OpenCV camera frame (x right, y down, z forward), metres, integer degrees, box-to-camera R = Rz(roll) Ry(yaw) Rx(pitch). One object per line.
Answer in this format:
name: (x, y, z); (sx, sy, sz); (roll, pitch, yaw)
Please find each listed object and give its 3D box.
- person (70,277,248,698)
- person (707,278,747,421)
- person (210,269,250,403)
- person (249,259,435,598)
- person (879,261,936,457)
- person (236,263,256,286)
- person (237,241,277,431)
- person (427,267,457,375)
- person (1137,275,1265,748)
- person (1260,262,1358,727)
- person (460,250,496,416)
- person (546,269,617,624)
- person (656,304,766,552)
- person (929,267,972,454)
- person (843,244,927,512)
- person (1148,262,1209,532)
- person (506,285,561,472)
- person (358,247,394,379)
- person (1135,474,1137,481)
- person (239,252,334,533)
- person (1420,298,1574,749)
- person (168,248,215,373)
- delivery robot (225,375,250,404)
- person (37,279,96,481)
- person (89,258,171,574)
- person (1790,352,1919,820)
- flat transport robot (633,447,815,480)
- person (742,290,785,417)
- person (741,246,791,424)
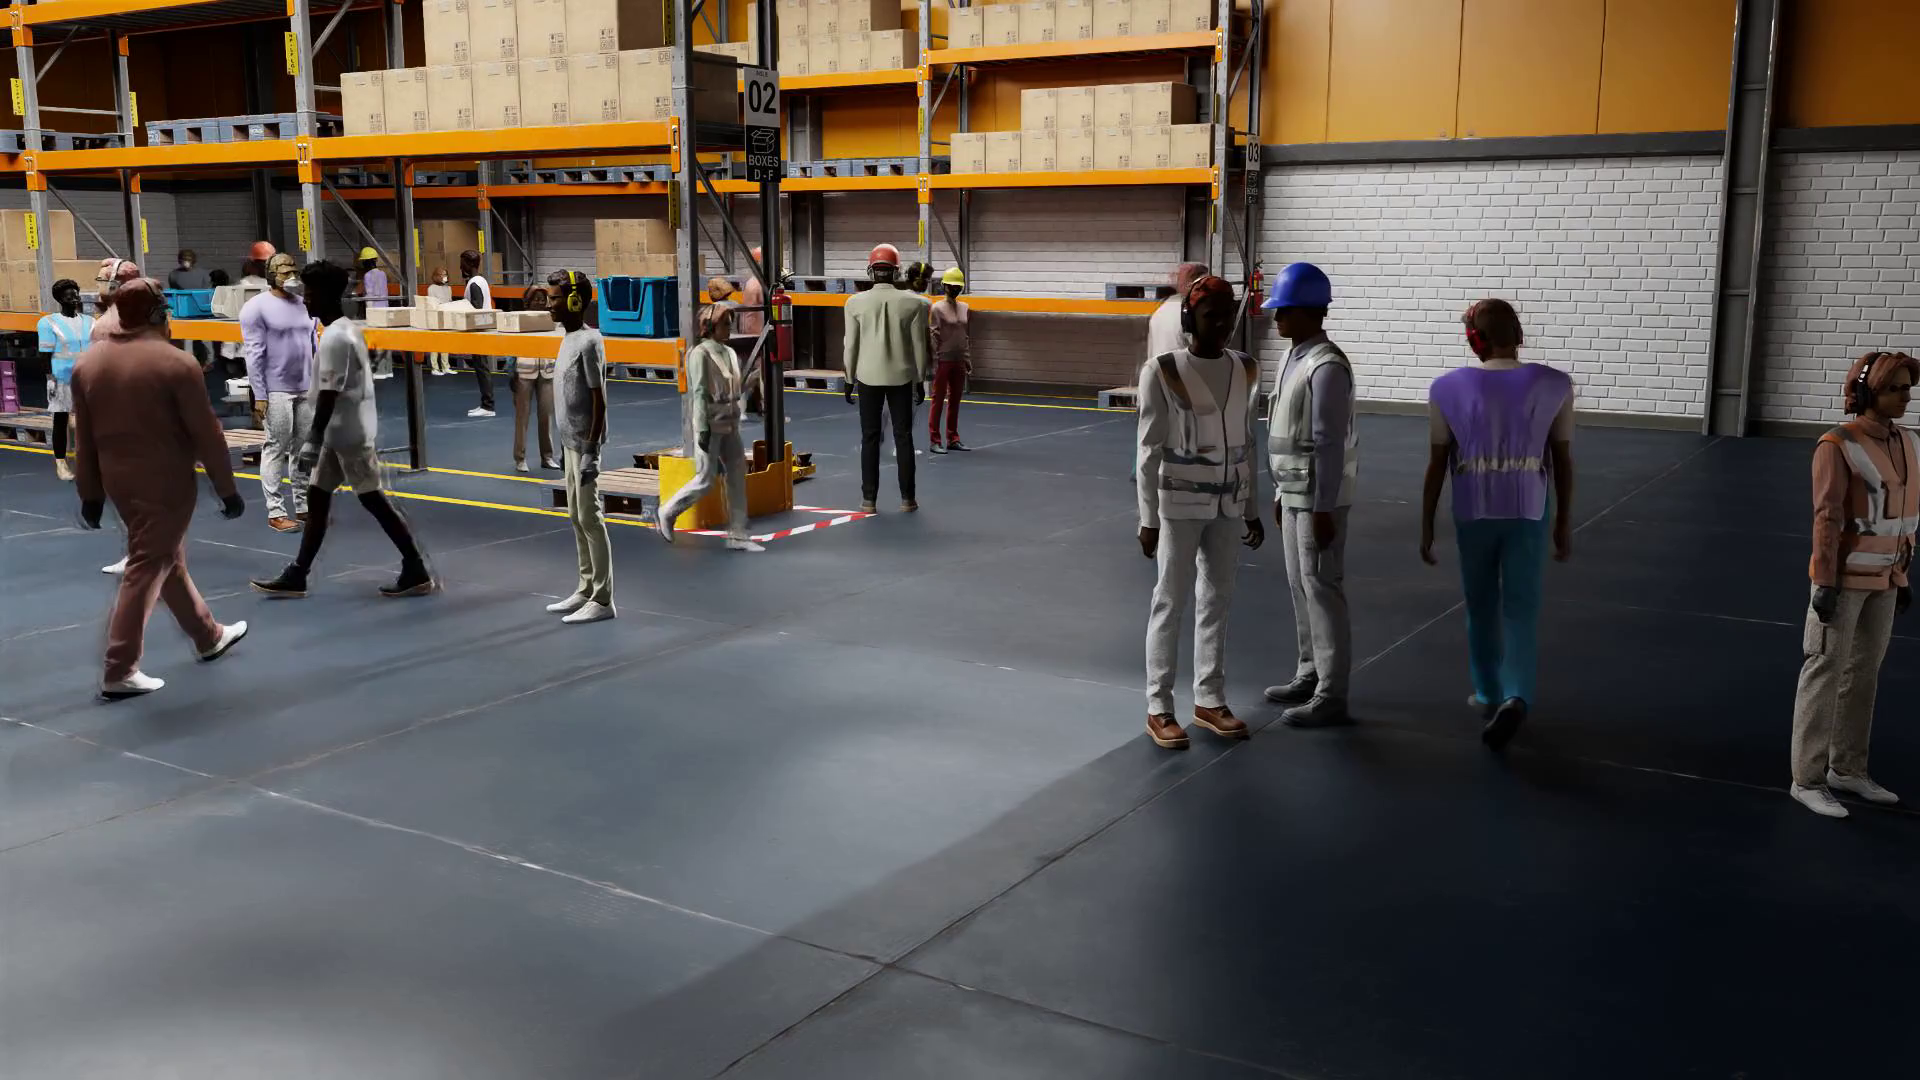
person: (-3.637, -0.260, 7.599); (0.657, 1.847, 1.021); (4, 11, 19)
person: (-2.583, -2.123, 18.609); (0.443, 1.609, 0.530); (9, 14, 41)
person: (-8.982, -2.512, 20.570); (0.563, 1.657, 0.548); (-3, 11, -17)
person: (-3.479, -0.603, 9.322); (1.002, 1.912, 0.623); (-3, 11, -17)
person: (-0.554, -1.687, 15.576); (0.713, 1.824, 0.388); (6, 12, 30)
person: (-11.974, -3.860, 28.146); (0.279, 1.633, 0.498); (10, 14, 43)
person: (-7.230, -2.125, 17.527); (0.982, 1.995, 0.632); (6, 12, 31)
person: (-7.801, -3.288, 25.002); (0.286, 1.626, 0.493); (4, 11, 22)
person: (0.969, -0.113, 6.691); (0.585, 1.882, 0.340); (-5, 12, -27)
person: (1.453, -0.191, 6.998); (0.430, 1.937, 0.622); (-1, 10, -3)
person: (-5.539, -2.379, 19.187); (0.381, 1.911, 0.599); (-2, 11, -13)
person: (-2.033, -0.492, 8.832); (0.315, 1.870, 0.532); (-5, 11, -27)
person: (-1.629, -0.724, 10.810); (0.686, 1.619, 0.521); (5, 11, 24)
person: (-0.079, -1.704, 15.837); (0.324, 1.765, 0.531); (10, 14, 43)
person: (-0.557, -1.200, 12.404); (0.623, 1.992, 0.397); (-1, 10, -4)
person: (1.592, -0.941, 11.323); (0.811, 1.874, 0.653); (-3, 11, -16)
person: (-3.736, -1.420, 14.637); (0.518, 1.637, 0.314); (-7, 12, -34)
person: (-8.529, -3.295, 24.236); (0.397, 1.918, 0.588); (1, 10, 4)
person: (1.832, -1.243, 13.421); (0.929, 1.720, 0.538); (9, 13, 40)
person: (-4.682, -1.028, 11.611); (0.372, 1.940, 0.631); (5, 11, 25)
person: (2.186, -0.075, 6.748); (0.597, 1.799, 0.860); (2, 11, 13)
person: (-11.391, -3.378, 24.739); (0.637, 1.911, 0.807); (-2, 10, -12)
delivery robot: (-8.099, -1.758, 19.232); (0.707, 0.478, 0.477); (-3, 11, -16)
person: (-7.514, -1.356, 14.095); (0.321, 1.697, 0.530); (6, 12, 29)
person: (-5.073, -0.753, 10.164); (0.408, 1.913, 0.643); (0, 10, 3)
person: (3.184, 0.153, 5.892); (0.518, 1.640, 0.307); (-6, 12, -30)
flat transport robot: (-2.012, -0.645, 14.112); (1.431, 0.197, 0.652); (3, 11, 17)
person: (-2.310, -2.347, 19.130); (0.774, 1.880, 0.553); (10, 14, 43)
person: (-2.277, -2.265, 18.392); (0.767, 1.968, 0.615); (2, 10, 9)
